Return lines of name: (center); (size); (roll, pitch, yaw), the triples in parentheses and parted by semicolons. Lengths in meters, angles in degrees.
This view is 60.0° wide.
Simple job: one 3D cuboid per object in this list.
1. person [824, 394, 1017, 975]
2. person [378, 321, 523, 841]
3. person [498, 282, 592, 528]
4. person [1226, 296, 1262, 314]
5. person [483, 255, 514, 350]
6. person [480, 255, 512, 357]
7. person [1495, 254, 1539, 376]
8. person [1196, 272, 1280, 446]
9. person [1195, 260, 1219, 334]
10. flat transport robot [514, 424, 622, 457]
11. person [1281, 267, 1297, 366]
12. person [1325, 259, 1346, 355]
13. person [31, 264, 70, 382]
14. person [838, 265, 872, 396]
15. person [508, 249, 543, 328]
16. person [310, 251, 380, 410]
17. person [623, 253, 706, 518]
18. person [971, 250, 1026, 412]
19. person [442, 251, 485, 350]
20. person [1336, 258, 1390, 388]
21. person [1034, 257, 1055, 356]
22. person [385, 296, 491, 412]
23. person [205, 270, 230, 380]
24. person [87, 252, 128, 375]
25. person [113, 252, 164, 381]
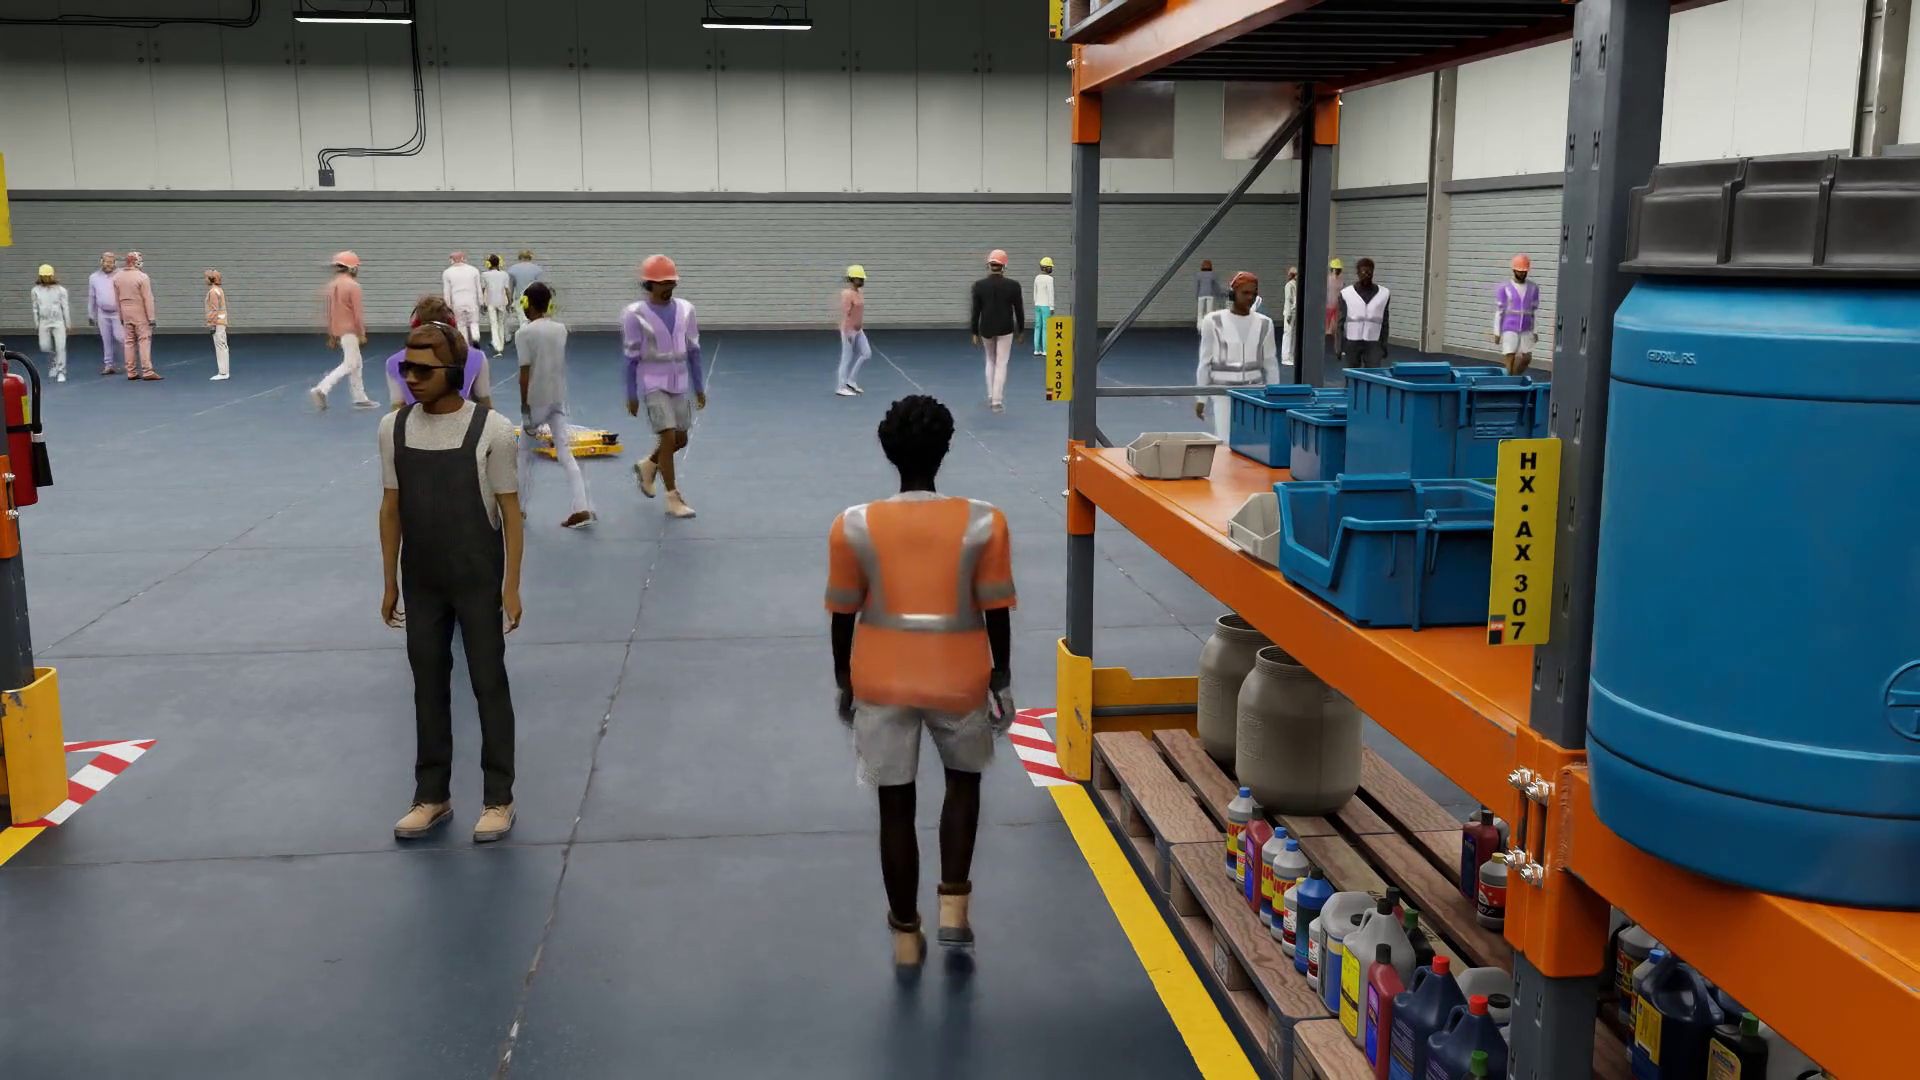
person: (-0.115, 0.418, 4.835); (0.556, 1.680, 0.398); (0, 10, 0)
person: (-1.792, 0.154, 5.869); (0.509, 1.842, 0.329); (1, 10, 7)
person: (-3.080, -0.995, 12.295); (1.004, 1.810, 0.486); (9, 14, 41)
person: (3.699, -2.637, 21.729); (0.522, 1.640, 0.306); (-2, 11, -11)
person: (-8.836, -4.553, 31.838); (0.584, 1.795, 0.908); (4, 11, 22)
person: (-8.345, -4.202, 29.866); (0.531, 1.817, 0.877); (-5, 11, -25)
person: (7.220, -2.738, 21.559); (0.575, 1.906, 0.596); (0, 10, -1)
person: (2.123, -1.049, 12.391); (0.610, 1.864, 0.759); (-3, 11, -15)
person: (5.425, -5.347, 36.615); (0.514, 1.629, 0.350); (2, 11, 13)
flat transport robot: (-4.014, -1.007, 16.549); (0.652, 0.197, 1.431); (-9, 14, -41)
person: (5.543, -3.729, 27.715); (0.310, 1.638, 0.523); (6, 12, 30)
person: (6.762, -4.250, 30.306); (0.532, 1.740, 0.755); (-5, 11, -25)
person: (-13.433, -3.207, 24.621); (0.490, 1.731, 0.423); (-3, 11, -15)
person: (-1.443, -2.803, 22.318); (0.466, 1.747, 0.570); (4, 11, 21)
person: (-8.054, -4.433, 30.853); (0.641, 1.900, 0.917); (-3, 11, -17)
person: (-7.581, -2.550, 20.357); (0.613, 1.967, 0.867); (10, 14, 44)
person: (-2.323, -1.192, 12.803); (0.627, 2.011, 0.818); (-9, 14, -42)
person: (0.505, -2.579, 20.529); (0.619, 1.966, 0.788); (4, 11, 19)
person: (-8.846, -4.208, 29.689); (0.719, 1.877, 0.487); (-5, 11, -25)
person: (4.511, -2.180, 18.554); (0.616, 1.881, 0.904); (0, 10, 2)
person: (1.522, -4.176, 29.824); (0.329, 1.765, 0.526); (-7, 12, -32)
person: (-2.979, -0.502, 9.590); (0.567, 1.806, 0.961); (-2, 10, -9)
person: (-11.119, -3.214, 24.893); (0.307, 1.641, 0.512); (-3, 11, -16)
person: (-13.129, -3.490, 25.722); (0.715, 1.887, 0.426); (-1, 10, -5)
person: (-12.247, -3.329, 24.792); (0.644, 1.907, 0.400); (4, 11, 20)
